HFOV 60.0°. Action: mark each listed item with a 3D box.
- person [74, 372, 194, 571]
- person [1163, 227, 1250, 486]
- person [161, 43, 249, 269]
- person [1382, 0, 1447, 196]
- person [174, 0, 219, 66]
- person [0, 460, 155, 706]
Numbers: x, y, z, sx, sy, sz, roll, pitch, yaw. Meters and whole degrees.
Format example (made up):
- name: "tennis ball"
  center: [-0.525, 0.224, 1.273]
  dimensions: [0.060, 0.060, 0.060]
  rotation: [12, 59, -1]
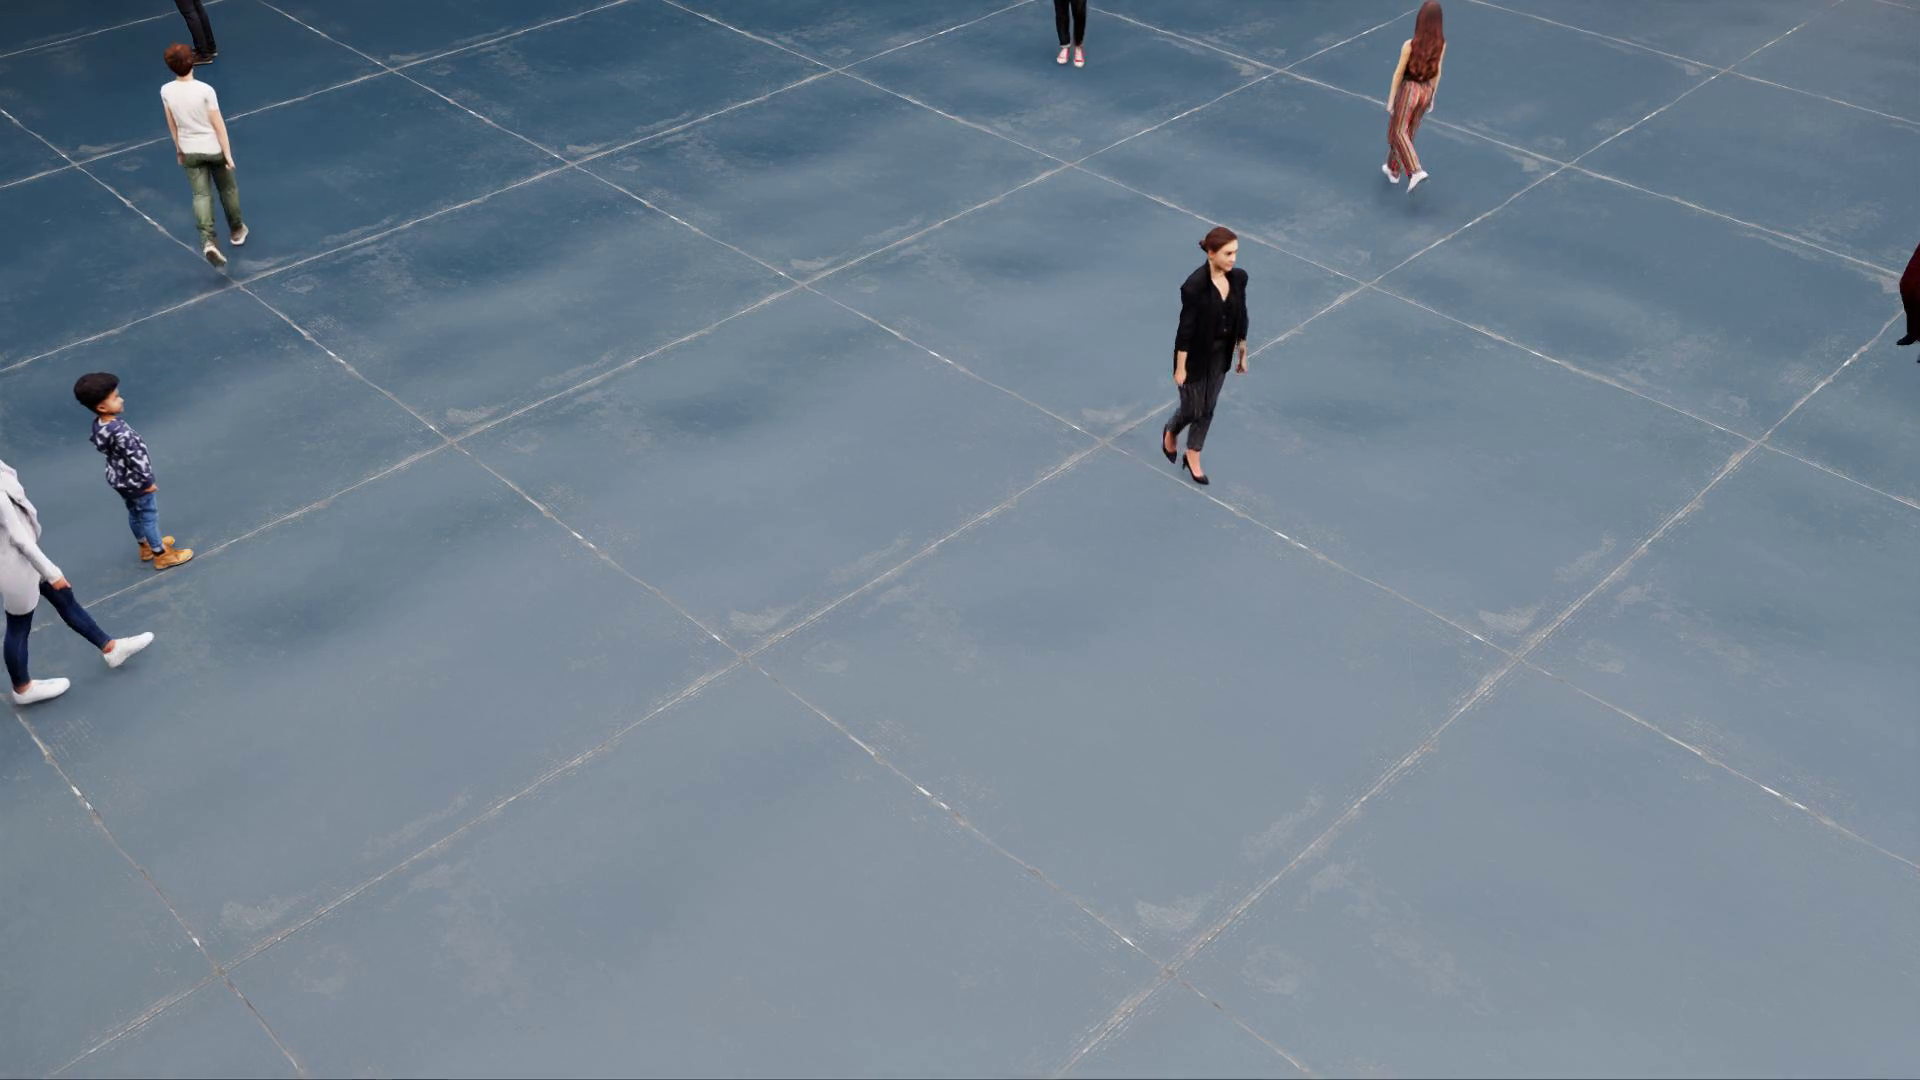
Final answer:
- name: "person"
  center: [-4.721, -0.390, 9.445]
  dimensions: [0.491, 1.252, 0.486]
  rotation: [29, 46, 33]
- name: "person"
  center: [1.417, -1.129, 10.039]
  dimensions: [0.647, 1.709, 0.771]
  rotation: [-22, 43, -27]
- name: "person"
  center: [-5.629, -2.825, 12.335]
  dimensions: [1.084, 1.630, 1.043]
  rotation: [-6, 38, -7]
- name: "person"
  center: [3.656, -3.514, 13.312]
  dimensions: [0.958, 1.544, 0.907]
  rotation: [-9, 38, -11]
- name: "person"
  center: [-7.305, -5.346, 15.537]
  dimensions: [0.698, 1.769, 0.757]
  rotation: [-24, 43, -28]
- name: "person"
  center: [-4.826, 0.150, 8.325]
  dimensions: [1.015, 1.748, 0.761]
  rotation: [-22, 42, -26]
